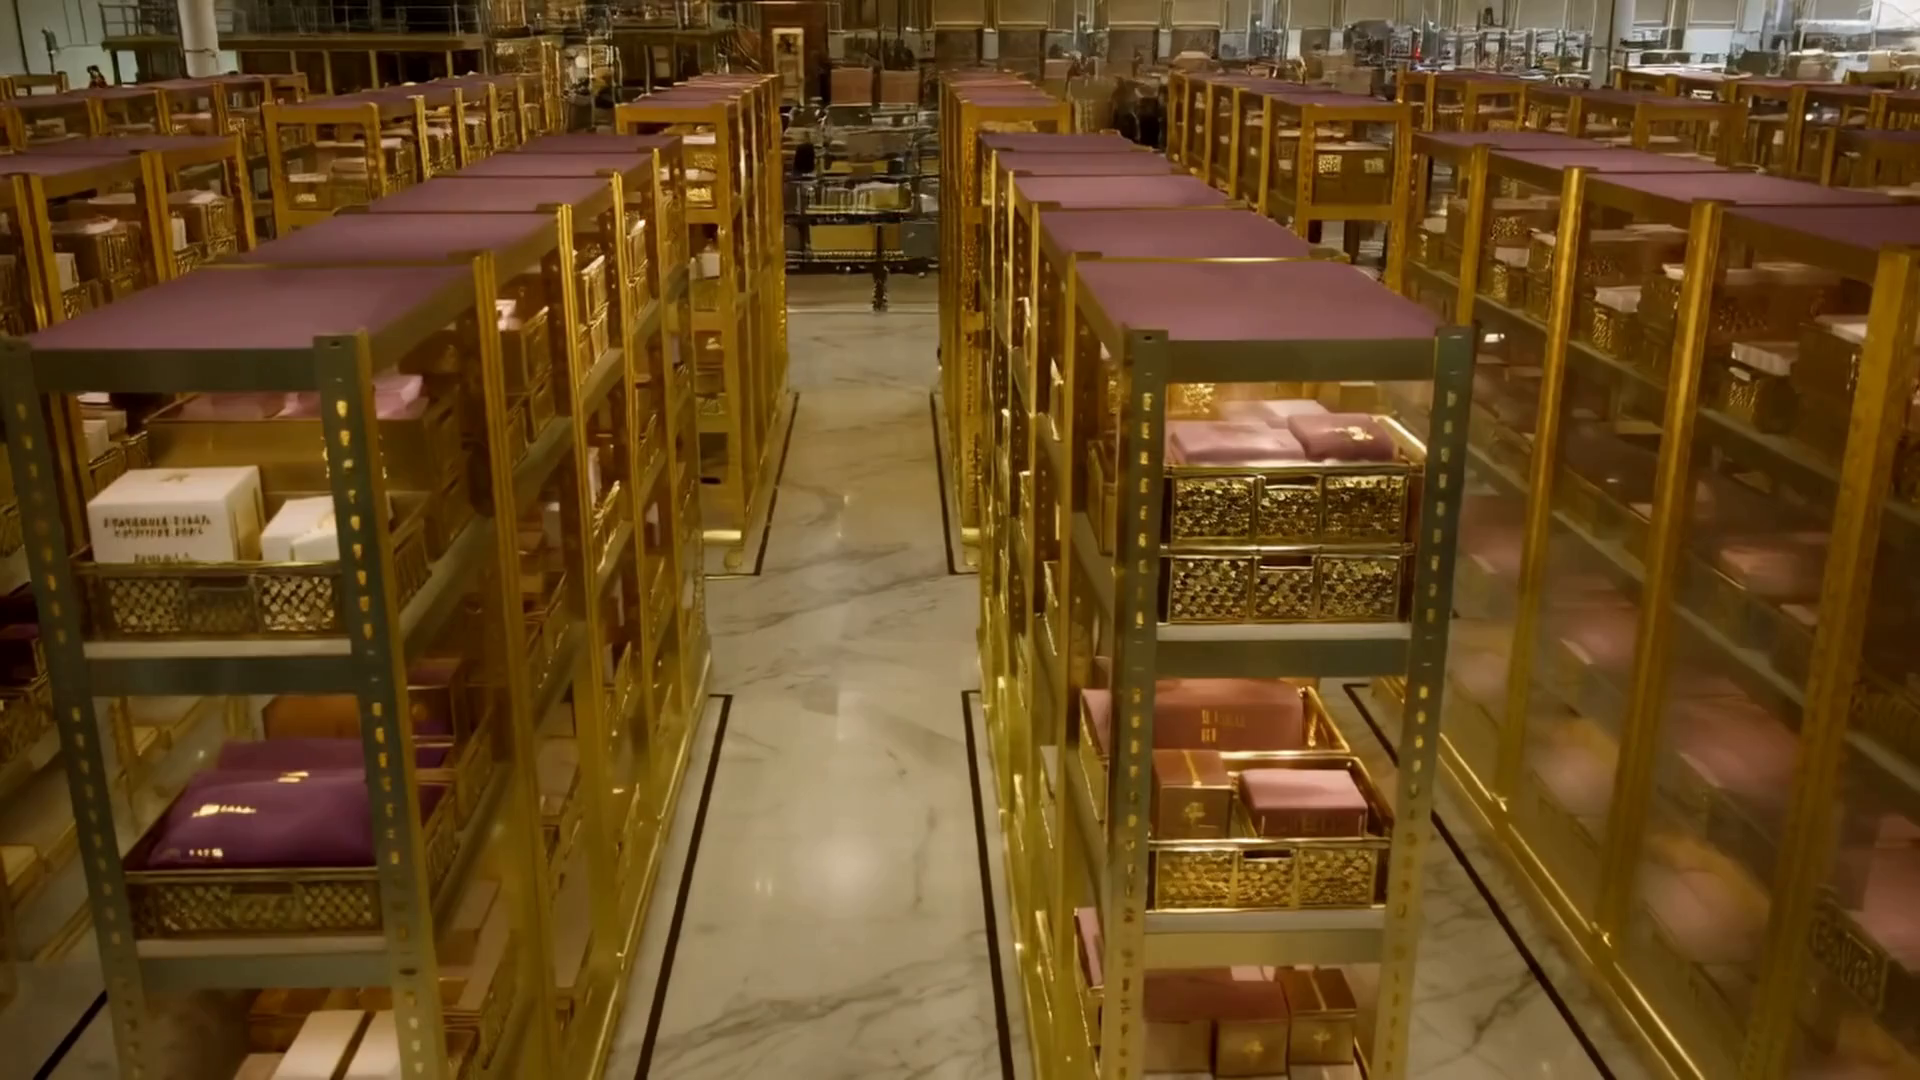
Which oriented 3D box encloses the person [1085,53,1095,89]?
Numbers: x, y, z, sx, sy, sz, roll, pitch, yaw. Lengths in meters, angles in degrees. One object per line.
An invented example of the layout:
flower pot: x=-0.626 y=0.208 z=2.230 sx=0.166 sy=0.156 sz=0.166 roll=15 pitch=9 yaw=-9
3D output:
person: x=6.751 y=-24.372 z=86.374 sx=0.637 sy=1.823 sz=0.609 roll=-9 pitch=20 yaw=-26

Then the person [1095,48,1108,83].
person: x=7.951 y=-26.574 z=93.091 sx=0.909 sy=1.880 sz=0.650 roll=-3 pitch=18 yaw=-8

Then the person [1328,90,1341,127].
person: x=11.970 y=-13.563 z=53.235 sx=0.524 sy=1.617 sz=0.343 roll=-1 pitch=18 yaw=-2

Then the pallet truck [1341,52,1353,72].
pallet truck: x=18.794 y=-23.123 z=82.231 sx=0.823 sy=1.965 sz=1.885 roll=-13 pitch=22 yaw=-35

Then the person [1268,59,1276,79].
person: x=15.072 y=-22.371 z=80.401 sx=0.320 sy=1.690 sz=0.535 roll=14 pitch=22 yaw=36

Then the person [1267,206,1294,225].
person: x=4.054 y=-3.552 z=21.765 sx=0.602 sy=1.938 sz=0.402 roll=6 pitch=19 yaw=18

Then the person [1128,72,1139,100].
person: x=6.254 y=-16.011 z=60.406 sx=1.006 sy=1.880 sz=0.580 roll=-3 pitch=18 yaw=-9

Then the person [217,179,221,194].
person: x=-16.034 y=-8.172 z=36.212 sx=0.663 sy=1.862 sz=0.713 roll=-10 pitch=21 yaw=-29

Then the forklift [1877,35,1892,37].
forklift: x=44.168 y=-22.911 z=80.163 sx=1.129 sy=2.768 sz=1.873 roll=-1 pitch=18 yaw=-2

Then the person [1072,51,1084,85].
person: x=6.317 y=-25.556 z=90.039 sx=0.752 sy=1.823 sz=0.623 roll=3 pitch=18 yaw=8

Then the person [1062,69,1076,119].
person: x=4.113 y=-16.969 z=63.352 sx=0.481 sy=1.900 sz=0.598 roll=-7 pitch=19 yaw=-19

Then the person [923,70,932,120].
person: x=-1.239 y=-16.869 z=63.076 sx=0.323 sy=1.875 sz=0.530 roll=-3 pitch=18 yaw=-10

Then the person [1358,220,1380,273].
person: x=6.629 y=-5.151 z=27.012 sx=0.505 sy=1.753 sz=0.530 roll=-5 pitch=19 yaw=-15

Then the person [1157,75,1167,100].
person: x=6.889 y=-14.968 z=57.093 sx=0.364 sy=1.935 sz=0.553 roll=-2 pitch=18 yaw=-5

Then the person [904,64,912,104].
person: x=-2.211 y=-19.142 z=70.156 sx=0.326 sy=1.843 sz=0.517 roll=9 pitch=20 yaw=26

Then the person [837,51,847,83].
person: x=-6.566 y=-26.170 z=92.089 sx=0.490 sy=1.734 sz=0.483 roll=17 pitch=25 yaw=42

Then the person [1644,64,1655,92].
person: x=30.710 y=-20.406 z=74.004 sx=0.584 sy=1.882 sz=0.345 roll=-9 pitch=20 yaw=-25

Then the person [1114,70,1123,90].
person: x=6.166 y=-17.036 z=63.674 sx=0.842 sy=1.830 sz=0.541 roll=8 pitch=20 yaw=24

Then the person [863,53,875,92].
person: x=-4.544 y=-23.427 z=83.356 sx=0.576 sy=1.882 sz=0.355 roll=0 pitch=18 yaw=1

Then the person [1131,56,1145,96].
person: x=8.445 y=-22.144 z=79.399 sx=1.045 sy=1.887 sz=0.627 roll=-8 pitch=19 yaw=-22

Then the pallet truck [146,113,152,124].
pallet truck: x=-18.087 y=-8.309 z=36.390 sx=1.885 sy=1.965 sz=0.823 roll=-1 pitch=18 yaw=-4

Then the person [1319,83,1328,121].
person: x=12.340 y=-14.659 z=56.532 sx=0.570 sy=1.694 sz=0.319 roll=11 pitch=21 yaw=31

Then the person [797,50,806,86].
person: x=-8.591 y=-25.330 z=89.183 sx=0.645 sy=1.913 sz=0.867 roll=15 pitch=23 yaw=38

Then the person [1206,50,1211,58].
person: x=12.997 y=-24.697 z=87.238 sx=0.654 sy=1.922 sz=0.546 roll=-16 pitch=24 yaw=-41

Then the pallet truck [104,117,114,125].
pallet truck: x=-18.367 y=-7.885 z=35.078 sx=1.885 sy=1.965 sz=0.823 roll=1 pitch=18 yaw=2

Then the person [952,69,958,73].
person: x=-0.166 y=-16.874 z=63.024 sx=0.625 sy=1.922 sz=0.996 roll=-13 pitch=22 yaw=-35

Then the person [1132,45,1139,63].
person: x=10.043 y=-27.242 z=94.979 sx=0.375 sy=1.997 sz=0.611 roll=-7 pitch=19 yaw=-19

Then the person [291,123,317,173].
person: x=-14.055 y=-8.162 z=35.939 sx=0.984 sy=1.994 sz=0.612 roll=14 pitch=23 yaw=37
